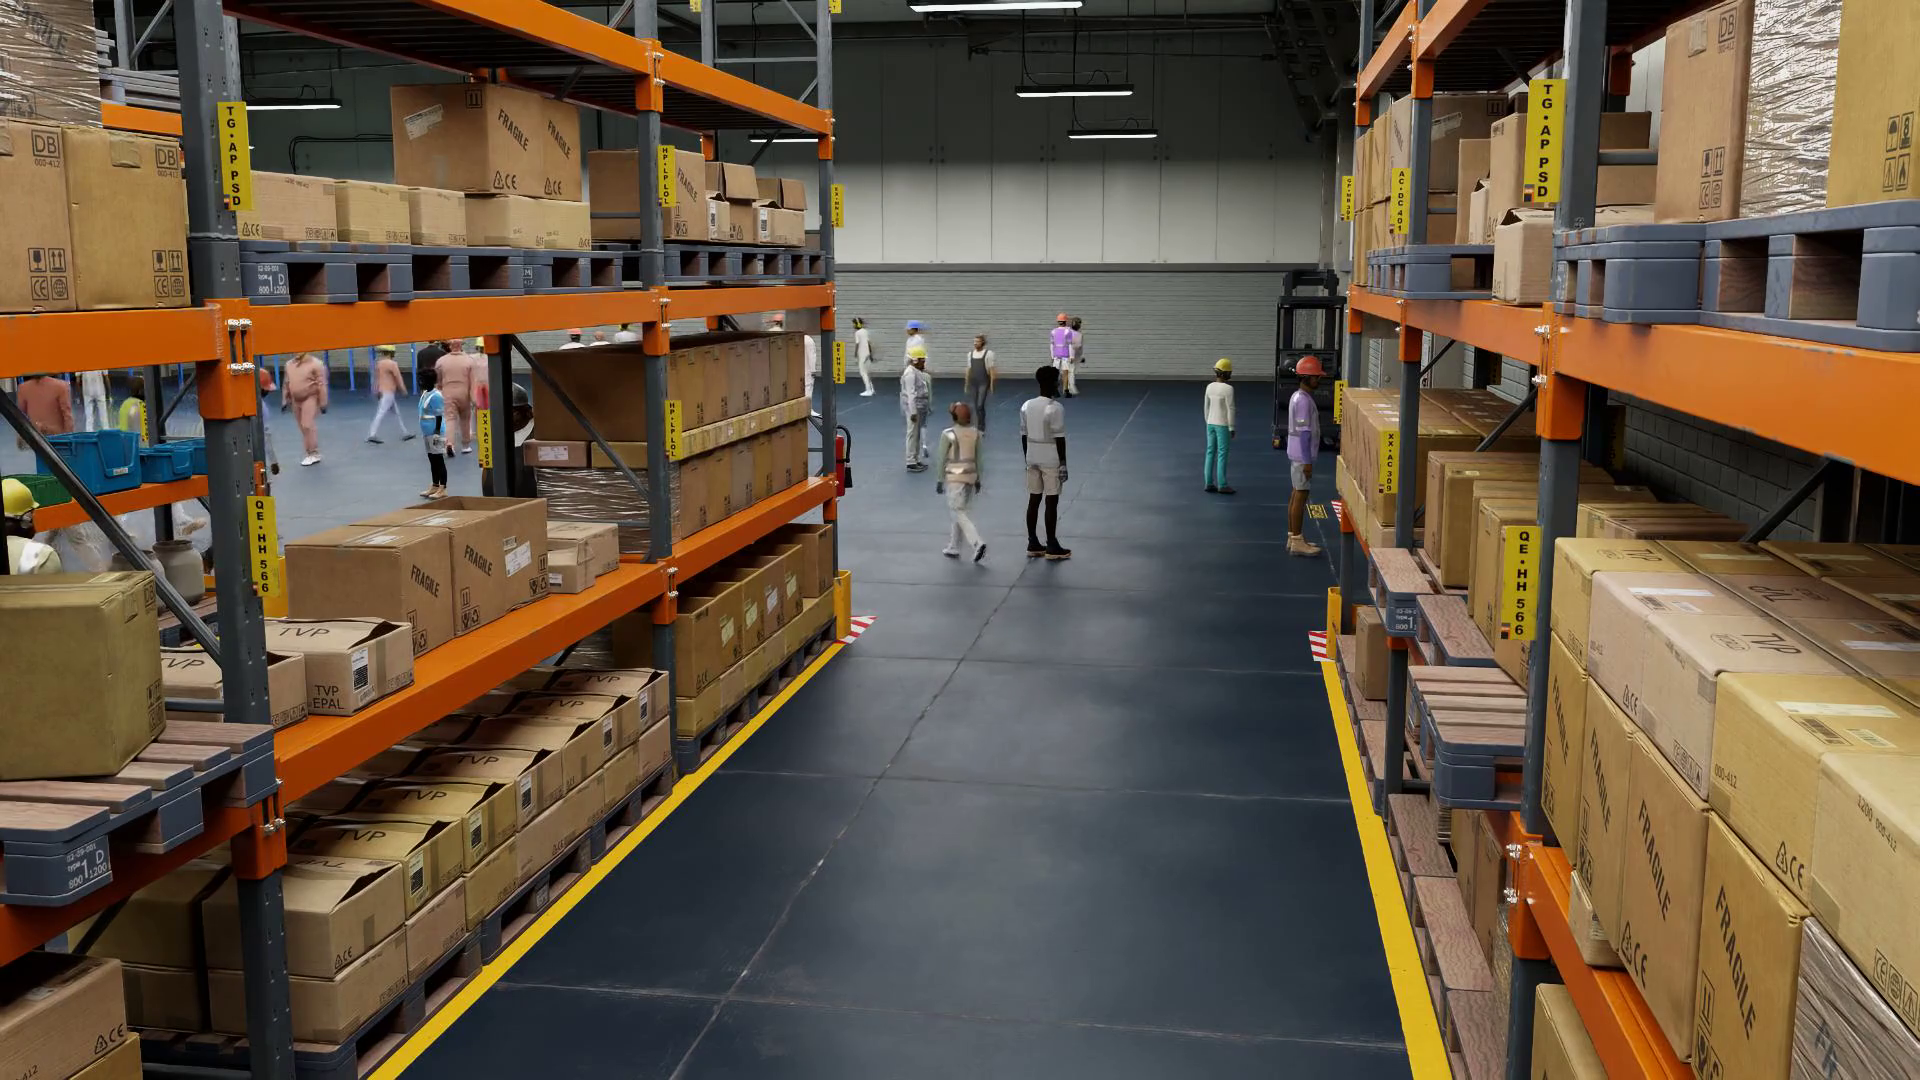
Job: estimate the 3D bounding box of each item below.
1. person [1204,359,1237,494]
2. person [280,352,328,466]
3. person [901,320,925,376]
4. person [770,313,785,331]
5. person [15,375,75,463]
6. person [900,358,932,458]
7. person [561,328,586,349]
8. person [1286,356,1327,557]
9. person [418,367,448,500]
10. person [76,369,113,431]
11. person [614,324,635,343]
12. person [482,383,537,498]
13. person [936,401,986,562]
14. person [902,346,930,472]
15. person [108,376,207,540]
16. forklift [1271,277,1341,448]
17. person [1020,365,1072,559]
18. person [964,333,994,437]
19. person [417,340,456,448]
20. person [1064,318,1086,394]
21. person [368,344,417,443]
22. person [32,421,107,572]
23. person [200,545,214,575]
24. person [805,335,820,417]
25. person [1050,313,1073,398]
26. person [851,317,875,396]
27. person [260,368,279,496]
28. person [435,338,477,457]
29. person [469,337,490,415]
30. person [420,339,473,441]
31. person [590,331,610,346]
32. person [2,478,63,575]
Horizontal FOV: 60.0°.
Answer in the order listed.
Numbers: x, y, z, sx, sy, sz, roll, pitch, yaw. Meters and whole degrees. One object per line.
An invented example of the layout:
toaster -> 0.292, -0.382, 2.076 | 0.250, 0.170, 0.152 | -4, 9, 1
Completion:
person -> 3.439, -1.502, 21.926 | 0.331, 1.768, 0.527 | -6, 11, -32
person -> -9.898, -2.052, 24.960 | 0.642, 1.882, 0.742 | 3, 10, 20
person -> -0.977, -3.475, 33.594 | 0.508, 1.929, 0.616 | -3, 10, -17
person -> -4.244, -4.349, 38.999 | 0.551, 1.920, 0.422 | 8, 12, 42
person -> -10.901, -1.257, 19.760 | 0.646, 1.971, 0.527 | 0, 9, -2
person -> -0.672, -2.038, 25.662 | 0.528, 1.616, 0.378 | -4, 10, -22
person -> -6.988, -2.945, 30.416 | 0.582, 1.906, 0.492 | 0, 9, 1
person -> 3.569, -0.871, 17.183 | 0.371, 2.044, 0.608 | 1, 9, 5
person -> -6.773, -1.372, 21.350 | 0.319, 1.693, 0.532 | -6, 11, -35
person -> -13.776, -2.279, 26.425 | 0.546, 1.871, 0.328 | -4, 10, -25
person -> -7.548, -4.007, 37.163 | 0.516, 1.845, 0.737 | -8, 12, -42
person -> -3.559, -0.228, 13.353 | 0.688, 2.000, 0.536 | 3, 10, 16
person -> 0.034, -0.593, 16.812 | 0.520, 1.614, 0.760 | -8, 12, -39
person -> -0.643, -1.925, 24.357 | 0.403, 1.825, 0.592 | 1, 9, 7
person -> -8.834, -0.894, 18.107 | 0.622, 1.785, 0.999 | 9, 13, 44
forklift -> 5.847, -3.016, 27.970 | 1.129, 2.768, 1.873 | 1, 9, 9
person -> 0.877, -0.804, 16.999 | 0.366, 1.967, 0.603 | -8, 12, -40
person -> 0.290, -2.682, 28.997 | 0.541, 1.828, 0.632 | 6, 11, 33
person -> -8.646, -2.511, 27.444 | 0.625, 1.992, 0.389 | 4, 10, 22
person -> 2.729, -4.324, 39.203 | 0.646, 1.807, 0.835 | -7, 11, -35
person -> -9.739, -2.515, 28.341 | 0.533, 1.711, 0.947 | 9, 13, 44
person -> -8.043, -0.269, 14.877 | 0.820, 1.588, 0.559 | -5, 10, -26
person -> -6.647, -0.517, 15.209 | 0.713, 1.970, 0.618 | -7, 11, -36
person -> -3.078, -3.442, 33.456 | 0.407, 1.906, 0.655 | -7, 11, -37
person -> 2.359, -4.268, 38.443 | 0.545, 1.942, 0.350 | 4, 10, 24
person -> -2.283, -4.306, 39.012 | 0.499, 1.831, 0.545 | 3, 10, 21
person -> -7.583, -0.898, 17.851 | 0.697, 1.886, 0.432 | 7, 12, 38
person -> -7.999, -2.274, 26.385 | 0.684, 1.867, 0.933 | -1, 9, -5
person -> -8.424, -2.716, 29.468 | 0.546, 1.740, 0.705 | -6, 11, -31
person -> -8.801, -2.587, 28.522 | 0.873, 1.792, 0.637 | -8, 12, -40
person -> -7.841, -3.762, 36.361 | 0.530, 1.596, 0.811 | -2, 9, -13
person -> -4.951, 0.588, 8.816 | 0.591, 1.837, 0.403 | 1, 9, 7
